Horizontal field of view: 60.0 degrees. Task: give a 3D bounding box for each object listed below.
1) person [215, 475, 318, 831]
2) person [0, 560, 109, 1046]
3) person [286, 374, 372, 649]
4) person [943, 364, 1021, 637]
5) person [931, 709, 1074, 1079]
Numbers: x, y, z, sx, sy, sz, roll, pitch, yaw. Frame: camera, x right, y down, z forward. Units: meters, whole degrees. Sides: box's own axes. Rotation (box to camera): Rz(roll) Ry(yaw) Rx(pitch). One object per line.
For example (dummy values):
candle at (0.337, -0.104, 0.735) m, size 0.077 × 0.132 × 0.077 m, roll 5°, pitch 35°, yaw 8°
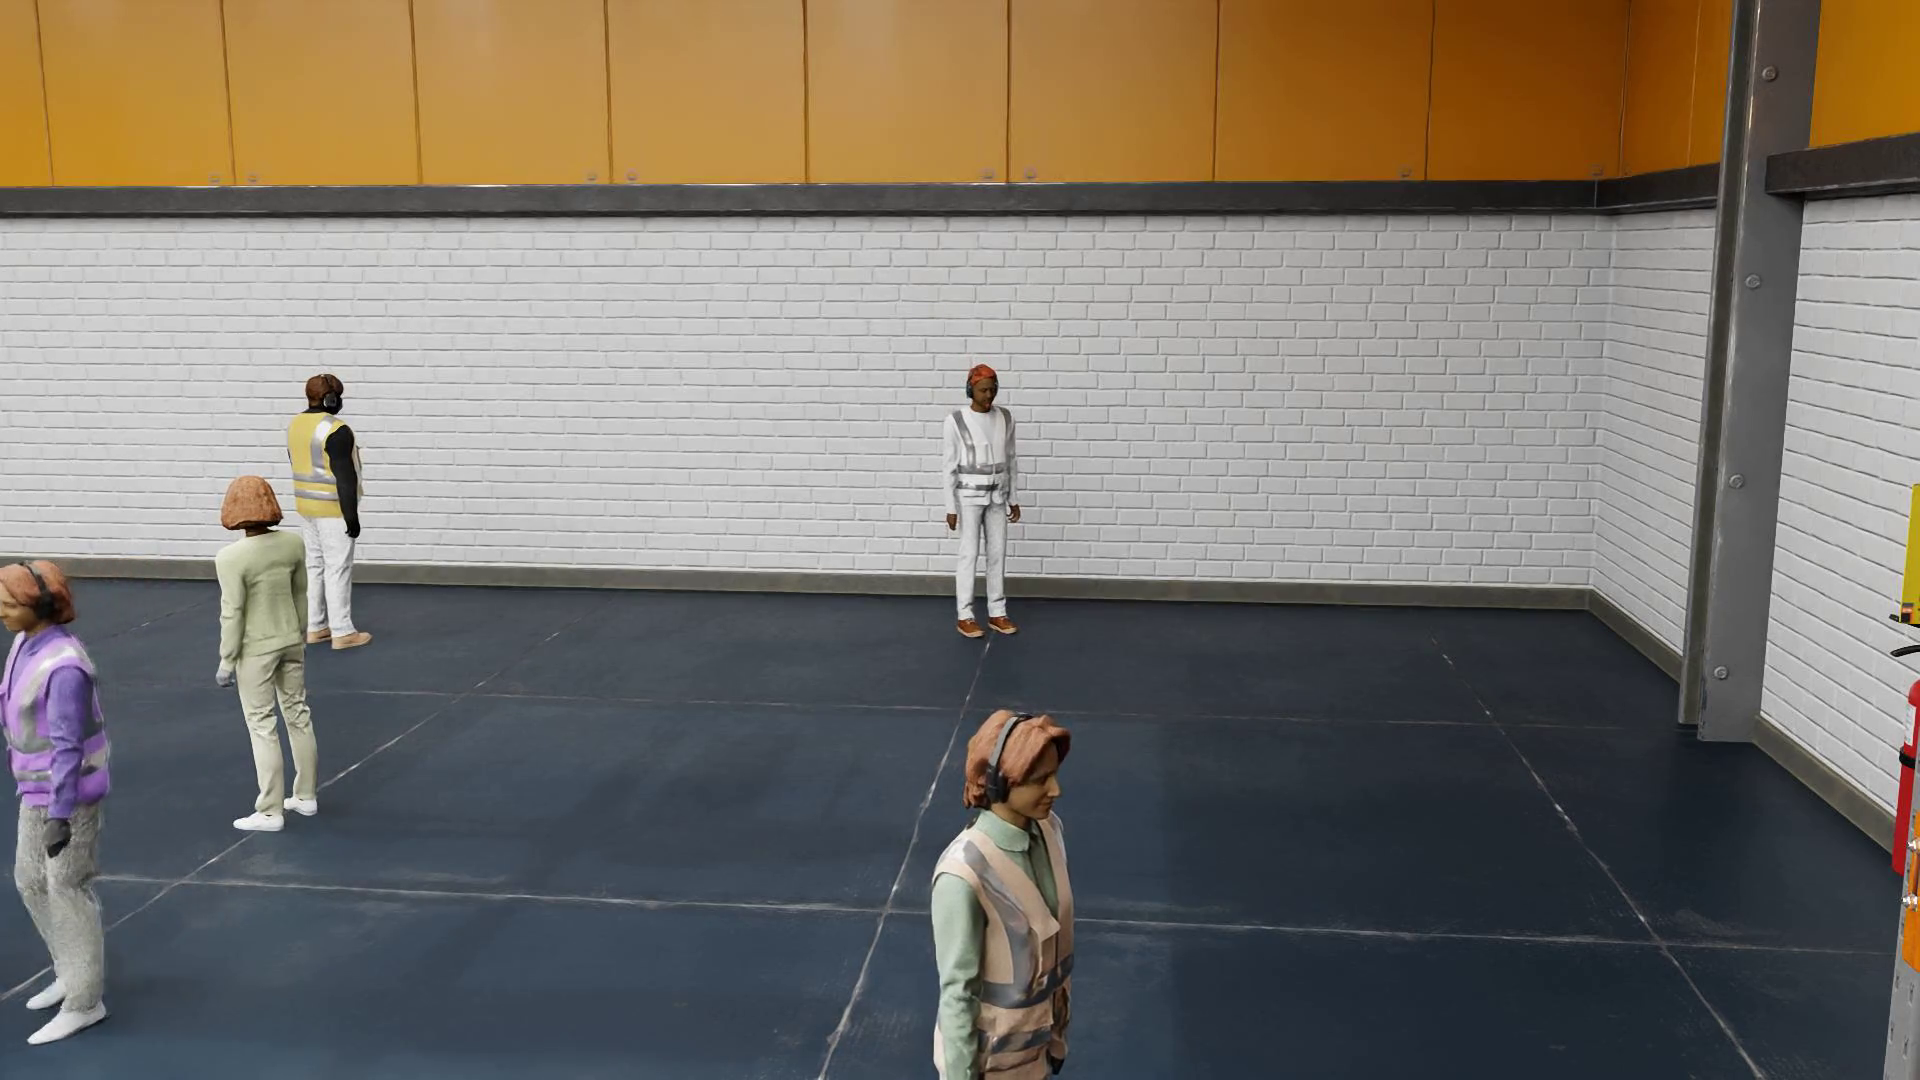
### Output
person at (-3.185, 0.516, 7.620) m, size 0.278 × 1.634 × 0.499 m, roll 4°, pitch 11°, yaw 23°
person at (-3.048, 0.866, 5.617) m, size 0.334 × 1.634 × 0.550 m, roll -9°, pitch 13°, yaw -42°
person at (-4.215, -0.193, 11.126) m, size 0.619 × 1.836 × 0.430 m, roll 8°, pitch 13°, yaw 39°
person at (0.146, -0.268, 11.423) m, size 0.586 × 1.877 × 0.357 m, roll -6°, pitch 12°, yaw -32°
person at (0.098, 1.184, 3.791) m, size 0.311 × 1.636 × 0.521 m, roll 5°, pitch 11°, yaw 27°
